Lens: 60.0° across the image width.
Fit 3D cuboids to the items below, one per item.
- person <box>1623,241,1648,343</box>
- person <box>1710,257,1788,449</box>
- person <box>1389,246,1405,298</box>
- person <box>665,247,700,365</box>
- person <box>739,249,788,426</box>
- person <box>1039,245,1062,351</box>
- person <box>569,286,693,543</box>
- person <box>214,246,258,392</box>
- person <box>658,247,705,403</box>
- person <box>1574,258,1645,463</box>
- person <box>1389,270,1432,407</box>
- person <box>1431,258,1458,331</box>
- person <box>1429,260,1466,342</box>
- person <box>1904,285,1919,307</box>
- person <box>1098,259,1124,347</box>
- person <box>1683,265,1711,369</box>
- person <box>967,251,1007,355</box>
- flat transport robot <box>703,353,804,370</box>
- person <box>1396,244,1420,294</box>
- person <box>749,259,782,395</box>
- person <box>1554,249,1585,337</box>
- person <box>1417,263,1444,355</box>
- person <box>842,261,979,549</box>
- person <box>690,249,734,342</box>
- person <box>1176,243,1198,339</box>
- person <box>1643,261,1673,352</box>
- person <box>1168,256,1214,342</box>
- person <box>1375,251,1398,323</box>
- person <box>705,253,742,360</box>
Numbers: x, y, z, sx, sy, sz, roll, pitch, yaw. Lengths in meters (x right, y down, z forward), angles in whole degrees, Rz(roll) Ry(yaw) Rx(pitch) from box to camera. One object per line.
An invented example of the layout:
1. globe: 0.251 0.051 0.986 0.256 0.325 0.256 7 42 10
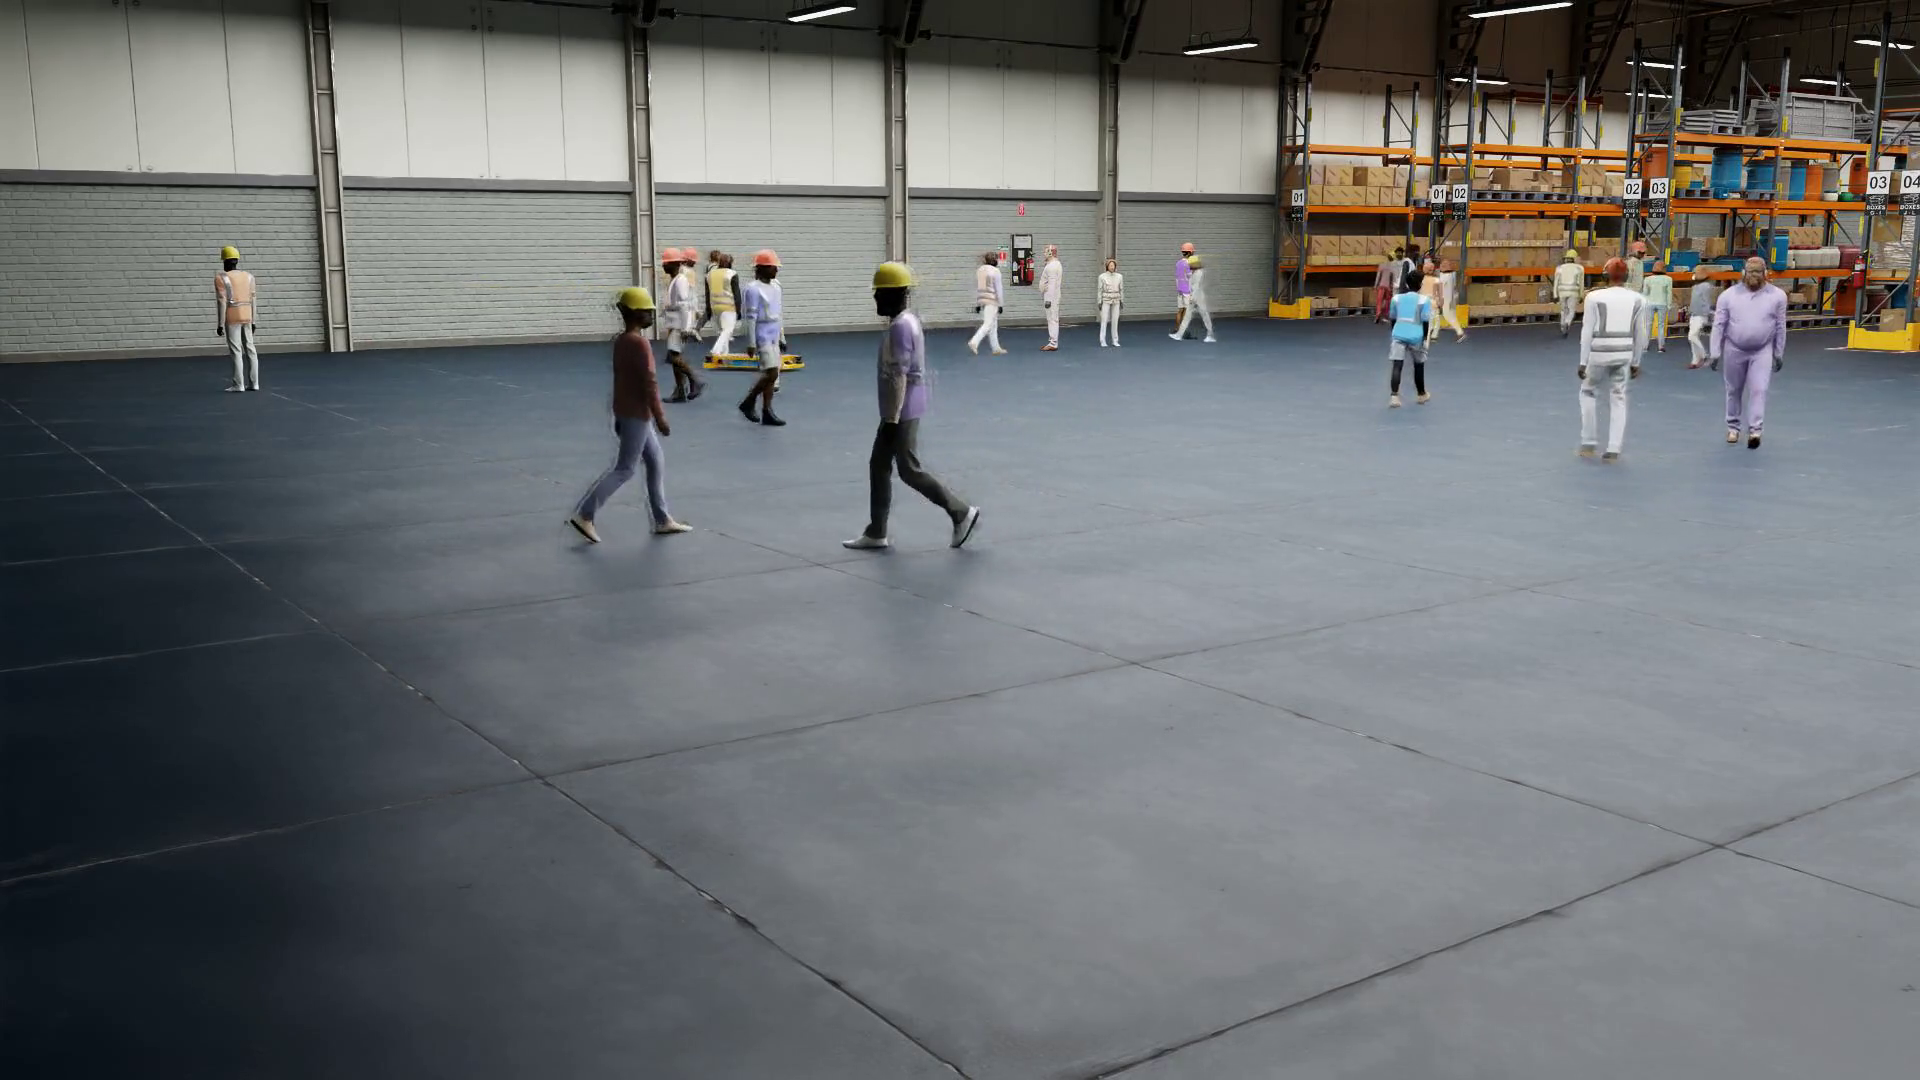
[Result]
1. person: 12.988 -4.807 32.294 0.726 1.973 0.636 9 14 40
2. person: 7.738 -1.839 16.356 0.676 1.850 1.001 5 11 24
3. person: 10.379 -5.992 39.187 0.520 1.839 0.832 4 11 21
4. person: -4.446 -3.762 26.793 0.509 1.889 0.595 -10 14 -43
5. person: -2.102 -2.189 18.091 0.439 1.922 0.547 3 11 18
6. person: 1.636 -4.386 30.170 0.408 1.908 0.643 2 10 9
7. person: -2.268 -0.851 11.282 0.851 1.733 0.525 -5 11 -25
8. person: -9.615 -2.923 22.088 0.380 1.928 0.586 6 12 29
9. person: -3.492 -2.648 20.591 0.445 1.923 0.580 -4 11 -23
10. person: 5.954 -1.658 15.327 0.620 1.860 0.697 0 10 -2
11. person: 5.472 -2.443 20.204 0.542 1.646 0.866 7 13 35
12. person: 10.673 -5.394 36.575 0.874 1.586 0.527 -7 13 -34
13. person: 9.586 -4.694 32.700 0.800 1.599 0.501 6 12 28
14. person: 20.248 -5.177 35.124 0.562 1.679 0.546 -9 14 -41
15. person: 2.821 -4.440 31.223 0.518 1.635 0.313 -4 11 -19
16. person: 11.426 -3.448 25.826 0.349 1.614 0.523 0 10 -1
17. person: 0.461 -4.127 29.025 0.848 1.820 0.638 -6 12 -31
18. flat transport robot: -3.205 -2.771 25.803 1.431 0.197 0.652 4 11 20
19. person: 9.634 -5.390 35.696 0.503 1.892 0.601 5 12 28
20. person: -2.561 -2.821 21.791 0.403 1.835 0.587 -6 12 -31
21. person: 12.448 -5.045 34.039 0.597 1.809 0.657 7 12 33
22. person: 8.236 -4.074 29.295 0.546 1.589 0.851 4 11 22
23. person: -0.322 -0.865 10.888 0.835 1.903 0.589 -1 10 -7
24. person: -4.882 -4.780 32.599 0.883 1.821 0.524 -8 13 -39
25. person: 4.560 -5.004 33.473 0.354 1.939 0.544 -5 11 -26
26. person: 12.470 -4.174 29.757 0.499 1.633 0.285 6 12 30
27. person: 4.588 -4.722 32.612 0.944 1.681 0.513 -2 11 -13
28. person: 10.197 -6.050 39.807 0.585 1.712 0.803 5 11 26
29. person: -3.824 -3.697 26.673 0.629 1.812 0.822 6 12 30
